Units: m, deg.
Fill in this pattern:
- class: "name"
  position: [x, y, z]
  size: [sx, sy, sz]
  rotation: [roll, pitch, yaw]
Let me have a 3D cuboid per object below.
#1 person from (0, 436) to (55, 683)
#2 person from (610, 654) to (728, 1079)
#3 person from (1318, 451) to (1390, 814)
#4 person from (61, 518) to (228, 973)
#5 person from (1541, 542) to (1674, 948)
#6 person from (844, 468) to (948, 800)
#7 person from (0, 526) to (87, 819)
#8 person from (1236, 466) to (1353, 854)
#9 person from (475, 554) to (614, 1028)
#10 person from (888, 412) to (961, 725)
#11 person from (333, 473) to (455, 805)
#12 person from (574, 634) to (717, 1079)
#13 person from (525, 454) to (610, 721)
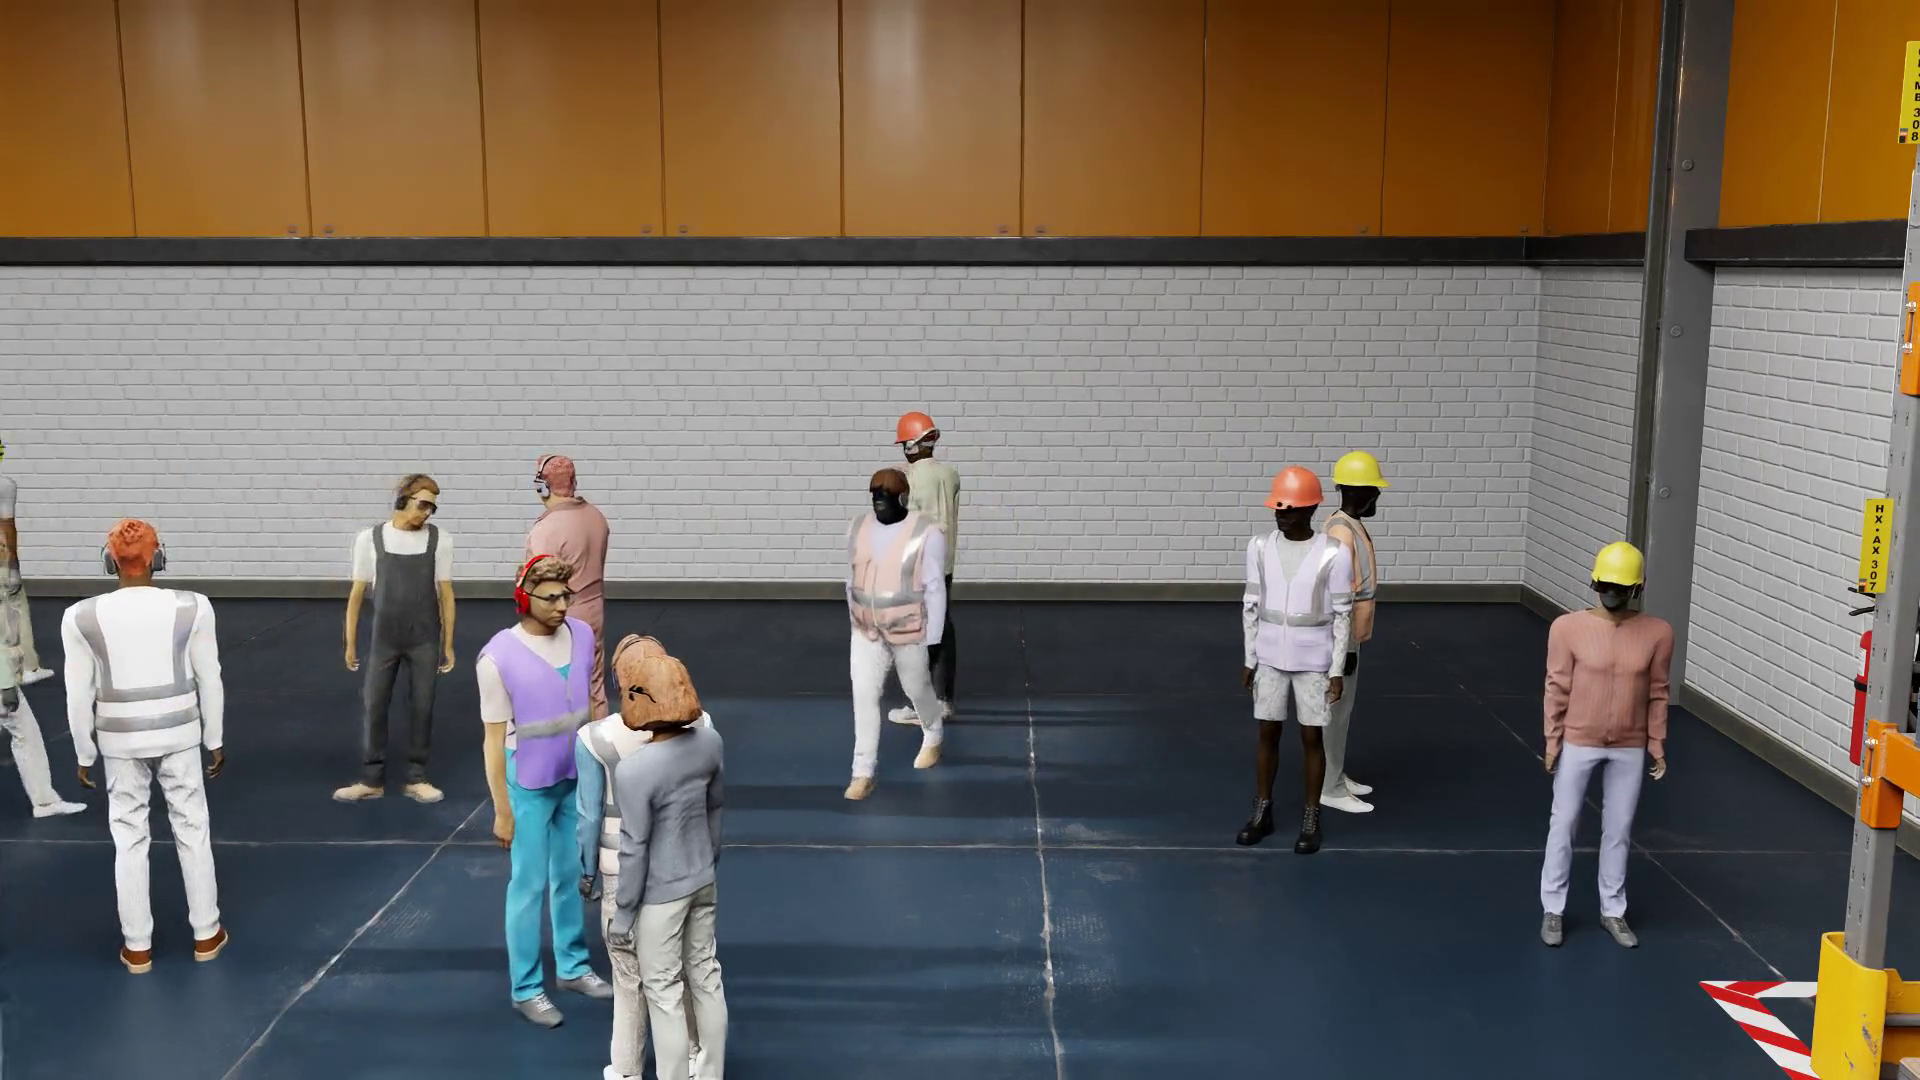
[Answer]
- class: "person"
  position: [-6.580, 0.153, 11.223]
  size: [0.531, 1.835, 0.957]
  rotation: [1, 10, 6]
- class: "person"
  position: [-0.978, 1.185, 5.591]
  size: [0.282, 1.633, 0.498]
  rotation: [5, 11, 30]
- class: "person"
  position: [2.086, 0.482, 8.925]
  size: [0.367, 1.927, 0.587]
  rotation: [2, 10, 13]
- class: "person"
  position: [-3.347, 0.845, 6.873]
  size: [0.575, 1.886, 0.356]
  rotation: [-4, 10, -24]
- class: "person"
  position: [2.747, 0.872, 7.082]
  size: [0.525, 1.765, 0.329]
  rotation: [1, 10, 5]
- class: "person"
  position: [-0.344, 0.478, 9.326]
  size: [0.634, 1.808, 0.930]
  rotation: [4, 10, 23]
- class: "person"
  position: [-4.997, 0.716, 8.484]
  size: [0.800, 1.604, 0.525]
  rotation: [-7, 12, -36]
- class: "person"
  position: [1.653, 0.592, 8.246]
  size: [0.547, 1.934, 0.376]
  rotation: [5, 11, 29]
- class: "person"
  position: [-1.614, 0.950, 6.421]
  size: [0.396, 1.832, 0.570]
  rotation: [5, 11, 29]
- class: "person"
  position: [-0.241, 0.180, 10.562]
  size: [0.392, 1.986, 0.610]
  rotation: [6, 11, 33]
- class: "person"
  position: [-3.040, 0.547, 8.929]
  size: [0.676, 1.814, 0.313]
  rotation: [-3, 10, -18]
- class: "person"
  position: [-1.087, 1.141, 5.837]
  size: [0.511, 1.641, 0.309]
  rotation: [-5, 11, -26]
- class: "person"
  position: [-2.138, 0.486, 8.975]
  size: [0.399, 1.905, 0.643]
  rotation: [3, 10, 16]
